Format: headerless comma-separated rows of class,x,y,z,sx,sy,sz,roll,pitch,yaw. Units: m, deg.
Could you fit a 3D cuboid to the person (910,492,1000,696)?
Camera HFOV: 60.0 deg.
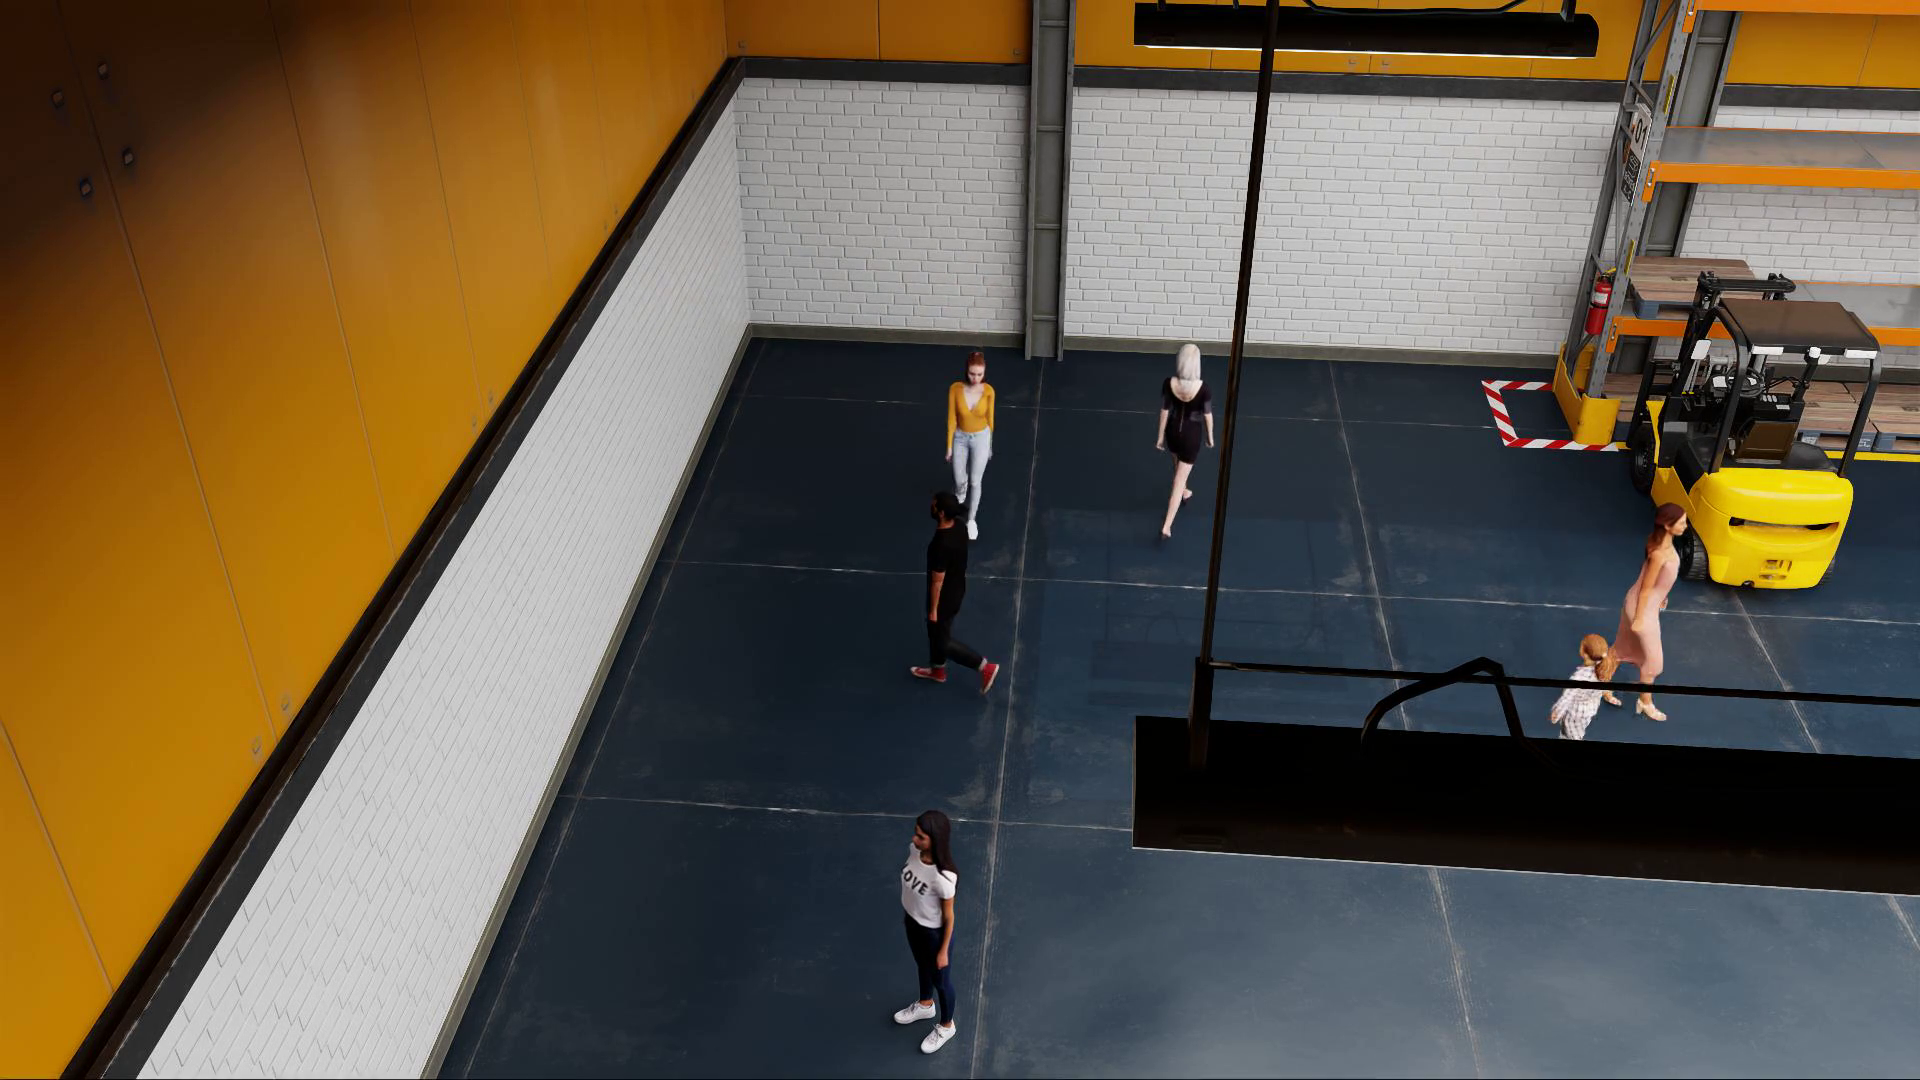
person,-0.041,0.430,12.453,1.010,1.739,0.729,8,35,12

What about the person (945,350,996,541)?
person,0.081,-0.879,14.430,0.848,1.732,0.681,1,34,1

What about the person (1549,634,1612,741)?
person,4.388,1.236,11.637,0.757,1.300,0.806,-21,39,-28

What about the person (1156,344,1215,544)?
person,1.889,-0.793,14.259,1.184,1.777,0.942,14,36,20

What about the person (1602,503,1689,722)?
person,4.953,0.493,12.287,0.881,1.818,0.762,14,36,21

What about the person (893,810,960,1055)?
person,-0.168,2.252,9.680,0.699,1.774,0.667,-19,38,-26
